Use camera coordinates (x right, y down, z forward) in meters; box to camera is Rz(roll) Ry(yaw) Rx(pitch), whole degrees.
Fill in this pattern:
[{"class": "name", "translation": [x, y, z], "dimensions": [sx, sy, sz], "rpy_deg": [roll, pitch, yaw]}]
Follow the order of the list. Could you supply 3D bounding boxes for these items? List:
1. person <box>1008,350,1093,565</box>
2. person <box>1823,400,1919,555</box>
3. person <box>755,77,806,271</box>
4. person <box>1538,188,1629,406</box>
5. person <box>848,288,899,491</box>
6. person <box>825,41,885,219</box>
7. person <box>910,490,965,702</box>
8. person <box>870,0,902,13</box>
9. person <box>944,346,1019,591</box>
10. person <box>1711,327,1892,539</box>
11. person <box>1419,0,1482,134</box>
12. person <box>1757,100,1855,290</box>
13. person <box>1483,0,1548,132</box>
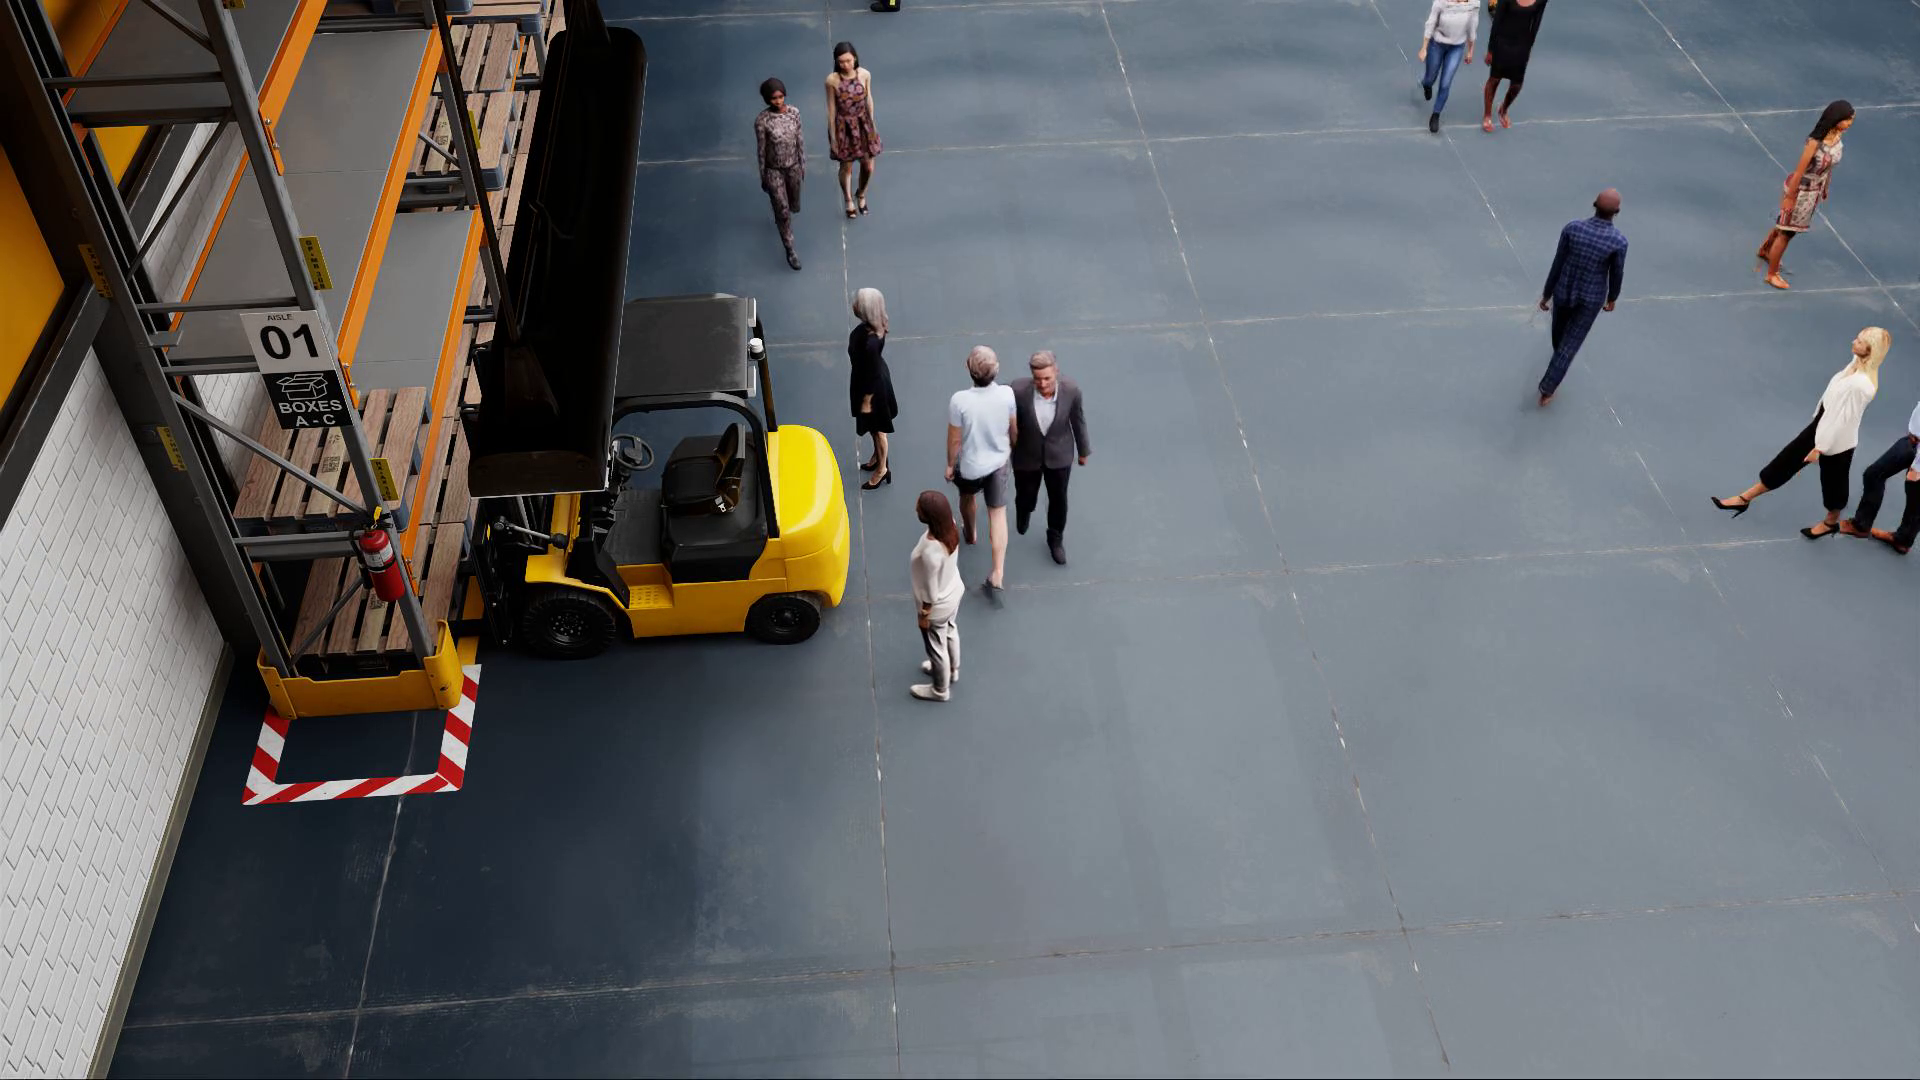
[{"class": "person", "translation": [0.543, -0.627, 11.467], "dimensions": [0.794, 1.815, 0.746], "rpy_deg": [-7, 44, -8]}, {"class": "person", "translation": [6.706, -0.586, 11.460], "dimensions": [0.902, 1.766, 0.971], "rpy_deg": [-33, 53, -30]}, {"class": "person", "translation": [-1.543, -3.176, 14.227], "dimensions": [0.765, 1.699, 1.024], "rpy_deg": [-16, 46, -16]}, {"class": "person", "translation": [4.732, -1.829, 12.764], "dimensions": [1.115, 1.766, 1.266], "rpy_deg": [23, 48, 22]}, {"class": "person", "translation": [-0.642, -1.099, 12.012], "dimensions": [0.660, 1.747, 0.509], "rpy_deg": [-1, 44, -1]}, {"class": "person", "translation": [-0.990, -3.616, 14.653], "dimensions": [0.745, 1.749, 0.796], "rpy_deg": [-15, 46, -15]}, {"class": "person", "translation": [-0.128, 0.352, 10.532], "dimensions": [0.728, 1.688, 0.591], "rpy_deg": [10, 44, 10]}, {"class": "person", "translation": [-0.783, -6.558, 17.687], "dimensions": [0.849, 1.823, 0.664], "rpy_deg": [4, 44, 4]}, {"class": "person", "translation": [0.182, -0.448, 11.287], "dimensions": [0.719, 1.804, 1.123], "rpy_deg": [-7, 44, -7]}, {"class": "person", "translation": [6.113, -0.662, 11.504], "dimensions": [0.984, 1.814, 1.150], "rpy_deg": [11, 45, 11]}, {"class": "person", "translation": [4.635, -4.731, 15.922], "dimensions": [0.771, 1.612, 0.922], "rpy_deg": [4, 44, 4]}, {"class": "person", "translation": [7.119, -2.967, 14.050], "dimensions": [0.840, 1.640, 0.890], "rpy_deg": [-20, 47, -20]}, {"class": "person", "translation": [5.218, -4.737, 15.855], "dimensions": [0.667, 1.712, 0.645], "rpy_deg": [3, 44, 3]}]
